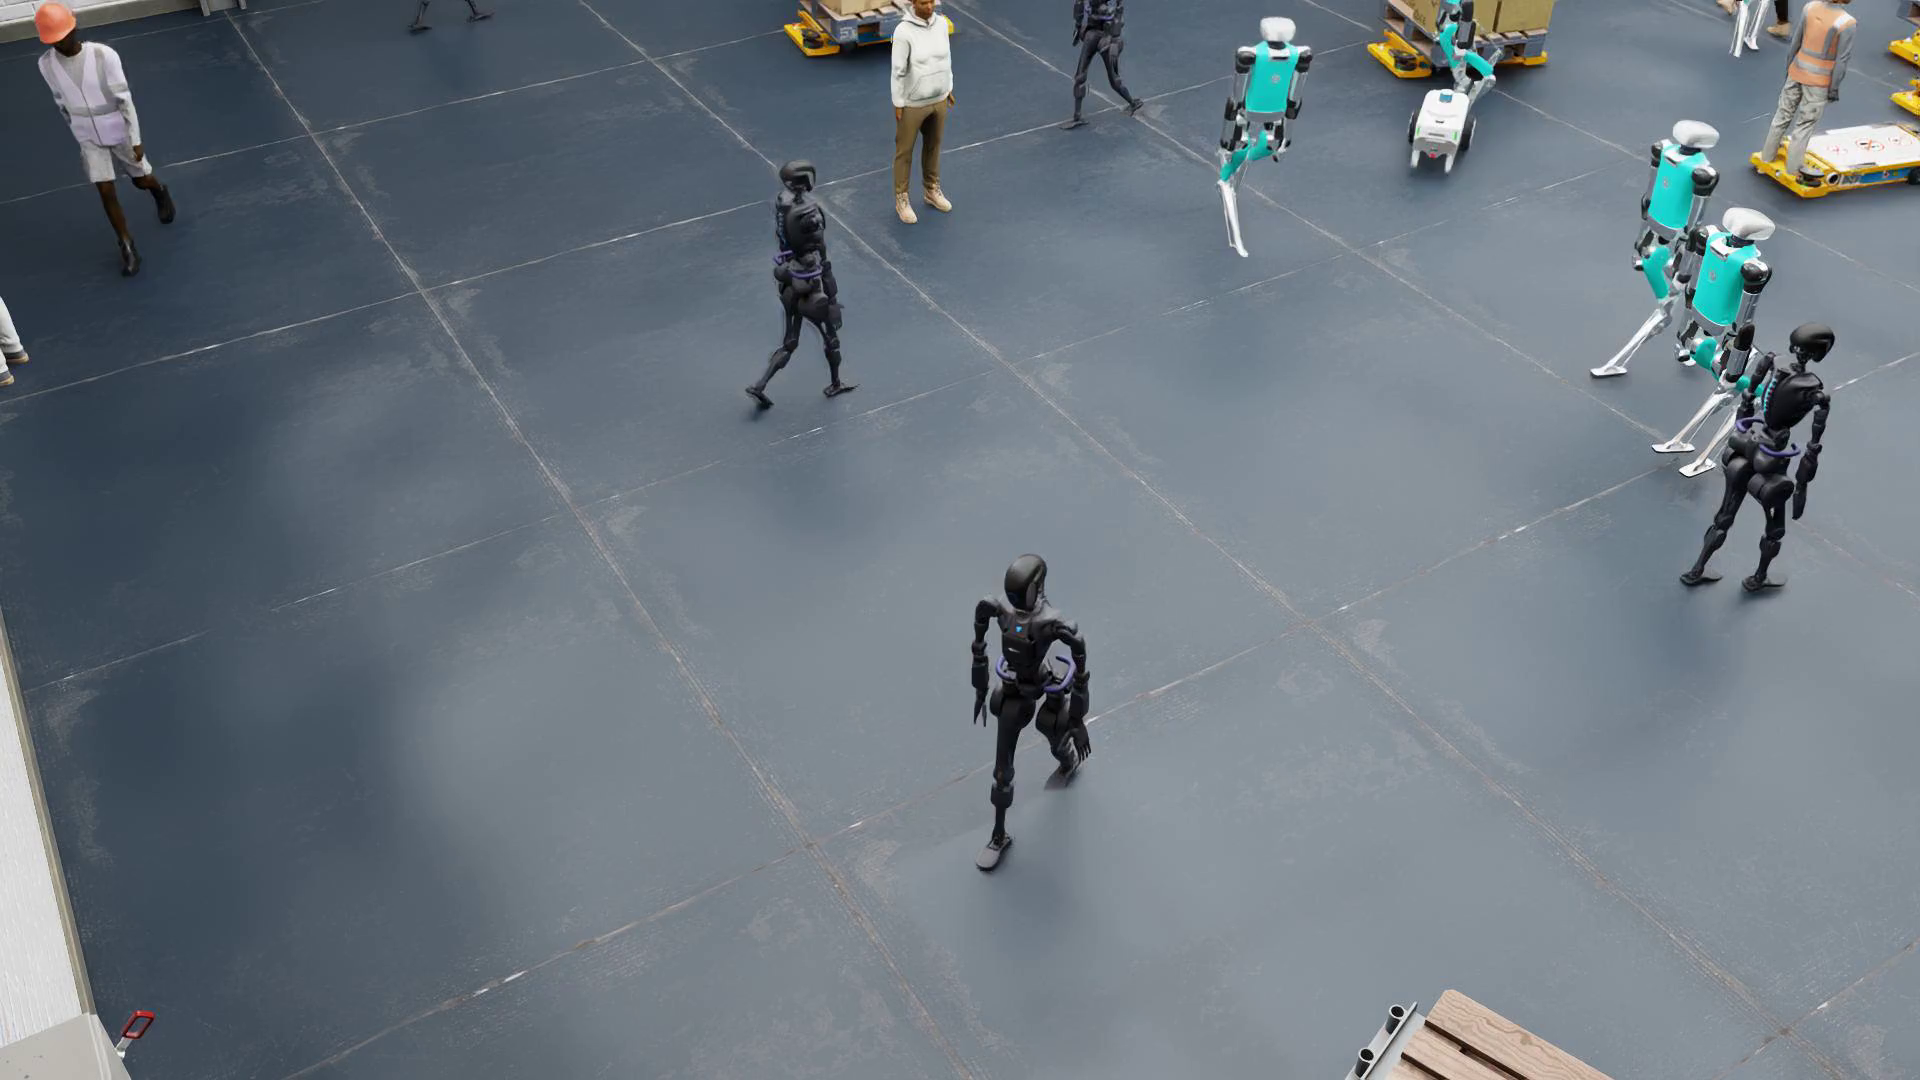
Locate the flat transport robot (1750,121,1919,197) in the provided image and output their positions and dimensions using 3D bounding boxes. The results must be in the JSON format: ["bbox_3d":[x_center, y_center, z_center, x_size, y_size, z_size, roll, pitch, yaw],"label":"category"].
[{"bbox_3d":[7.044,-2.990,13.064,1.431,0.231,0.659,-10,39,-12],"label":"flat transport robot"}]

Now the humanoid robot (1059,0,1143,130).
[{"bbox_3d":[1.187,-4.124,13.407,0.747,1.648,0.593,-23,44,-26],"label":"humanoid robot"}]

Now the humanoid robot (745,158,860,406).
[{"bbox_3d":[-1.002,-1.544,10.127,0.694,1.643,0.601,-24,44,-27],"label":"humanoid robot"}]

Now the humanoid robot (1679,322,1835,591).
[{"bbox_3d":[4.247,-0.436,8.711,0.532,1.653,0.602,-10,40,-13],"label":"humanoid robot"}]

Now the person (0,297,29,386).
[{"bbox_3d":[-6.279,-1.825,10.300,0.342,1.879,0.574,-4,39,-6],"label":"person"}]

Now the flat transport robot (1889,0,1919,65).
[{"bbox_3d":[9.149,-4.428,14.879,1.431,0.231,0.659,-11,40,-14],"label":"flat transport robot"}]

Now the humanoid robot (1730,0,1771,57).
[{"bbox_3d":[7.129,-5.123,14.589,0.544,1.794,0.757,3,39,4],"label":"humanoid robot"}]

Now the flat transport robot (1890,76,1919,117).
[{"bbox_3d":[8.670,-3.714,13.978,1.431,0.231,0.659,-9,39,-11],"label":"flat transport robot"}]

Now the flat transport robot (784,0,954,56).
[{"bbox_3d":[-0.836,-4.738,15.270,1.431,0.231,0.659,-15,41,-18],"label":"flat transport robot"}]

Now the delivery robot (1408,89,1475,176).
[{"bbox_3d":[3.821,-3.286,13.222,0.499,0.613,0.796,13,40,15],"label":"delivery robot"}]

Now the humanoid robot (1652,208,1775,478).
[{"bbox_3d":[4.418,-1.129,9.427,0.735,1.676,0.533,-10,40,-13],"label":"humanoid robot"}]

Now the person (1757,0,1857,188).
[{"bbox_3d":[6.436,-3.477,12.575,0.312,1.637,0.513,-13,40,-16],"label":"person"}]

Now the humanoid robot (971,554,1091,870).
[{"bbox_3d":[0.342,0.682,7.351,0.588,1.630,0.817,17,41,20],"label":"humanoid robot"}]

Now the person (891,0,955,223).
[{"bbox_3d":[-0.287,-3.209,12.135,0.520,1.766,0.372,-23,44,-26],"label":"person"}]

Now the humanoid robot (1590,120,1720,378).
[{"bbox_3d":[4.609,-1.800,10.424,1.035,1.774,0.539,-11,40,-13],"label":"humanoid robot"}]

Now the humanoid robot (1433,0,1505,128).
[{"bbox_3d":[4.077,-4.005,13.224,0.695,1.870,0.539,-6,39,-7],"label":"humanoid robot"}]

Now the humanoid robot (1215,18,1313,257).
[{"bbox_3d":[2.047,-2.973,11.893,0.562,1.790,0.933,-6,39,-7],"label":"humanoid robot"}]

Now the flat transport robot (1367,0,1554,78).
[{"bbox_3d":[4.434,-4.383,14.822,1.431,0.231,0.659,-9,39,-11],"label":"flat transport robot"}]

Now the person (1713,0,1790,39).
[{"bbox_3d":[7.331,-5.413,15.009,0.572,1.634,0.878,-25,45,-28],"label":"person"}]

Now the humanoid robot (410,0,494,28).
[{"bbox_3d":[-4.774,-5.471,15.114,0.791,1.635,0.612,-26,45,-29],"label":"humanoid robot"}]

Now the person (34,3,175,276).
[{"bbox_3d":[-5.969,-2.881,11.621,0.541,1.900,0.854,-7,39,-8],"label":"person"}]
